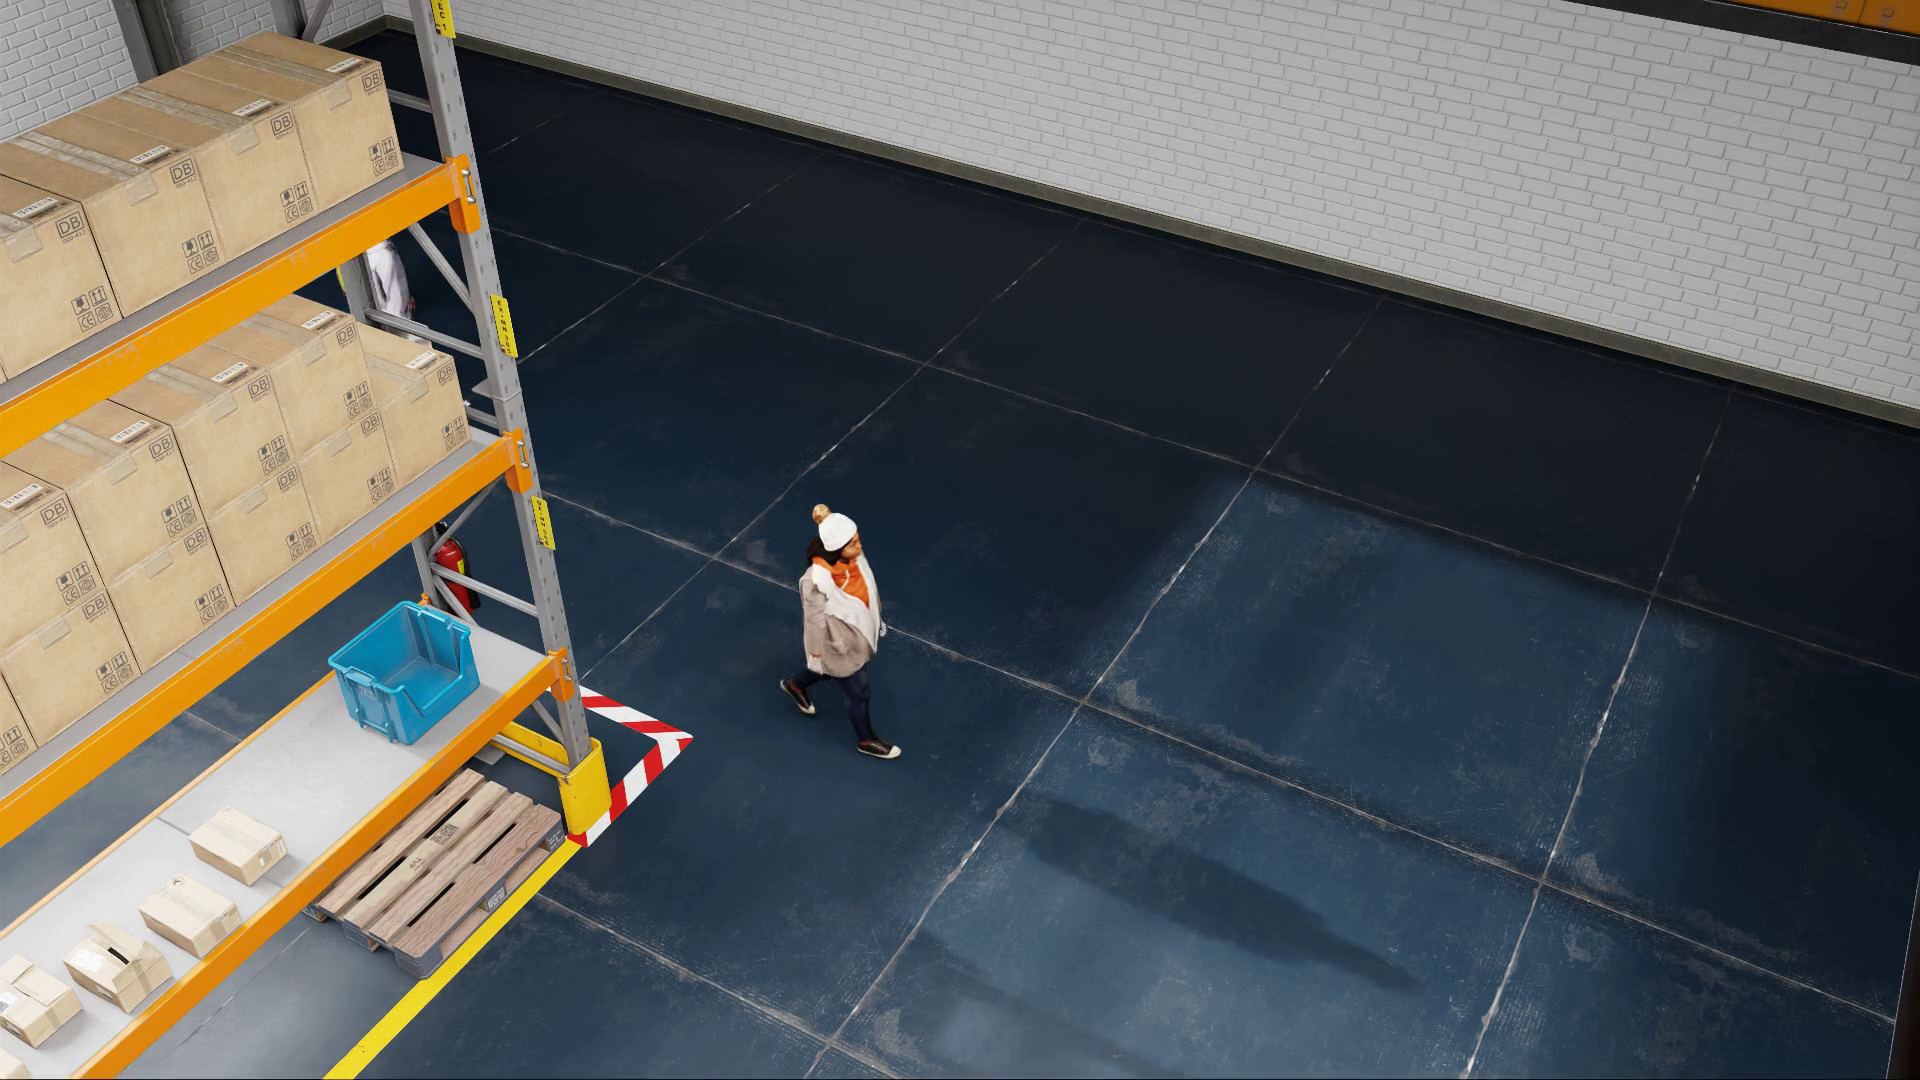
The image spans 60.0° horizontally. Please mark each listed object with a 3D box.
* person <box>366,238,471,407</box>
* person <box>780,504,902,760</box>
[{"bbox_3d":[-4.477,-1.697,12.830,0.997,1.903,0.895,-25,45,-28],"label":"person"},{"bbox_3d":[-0.801,0.515,10.094,0.867,1.860,1.112,13,41,16],"label":"person"}]
